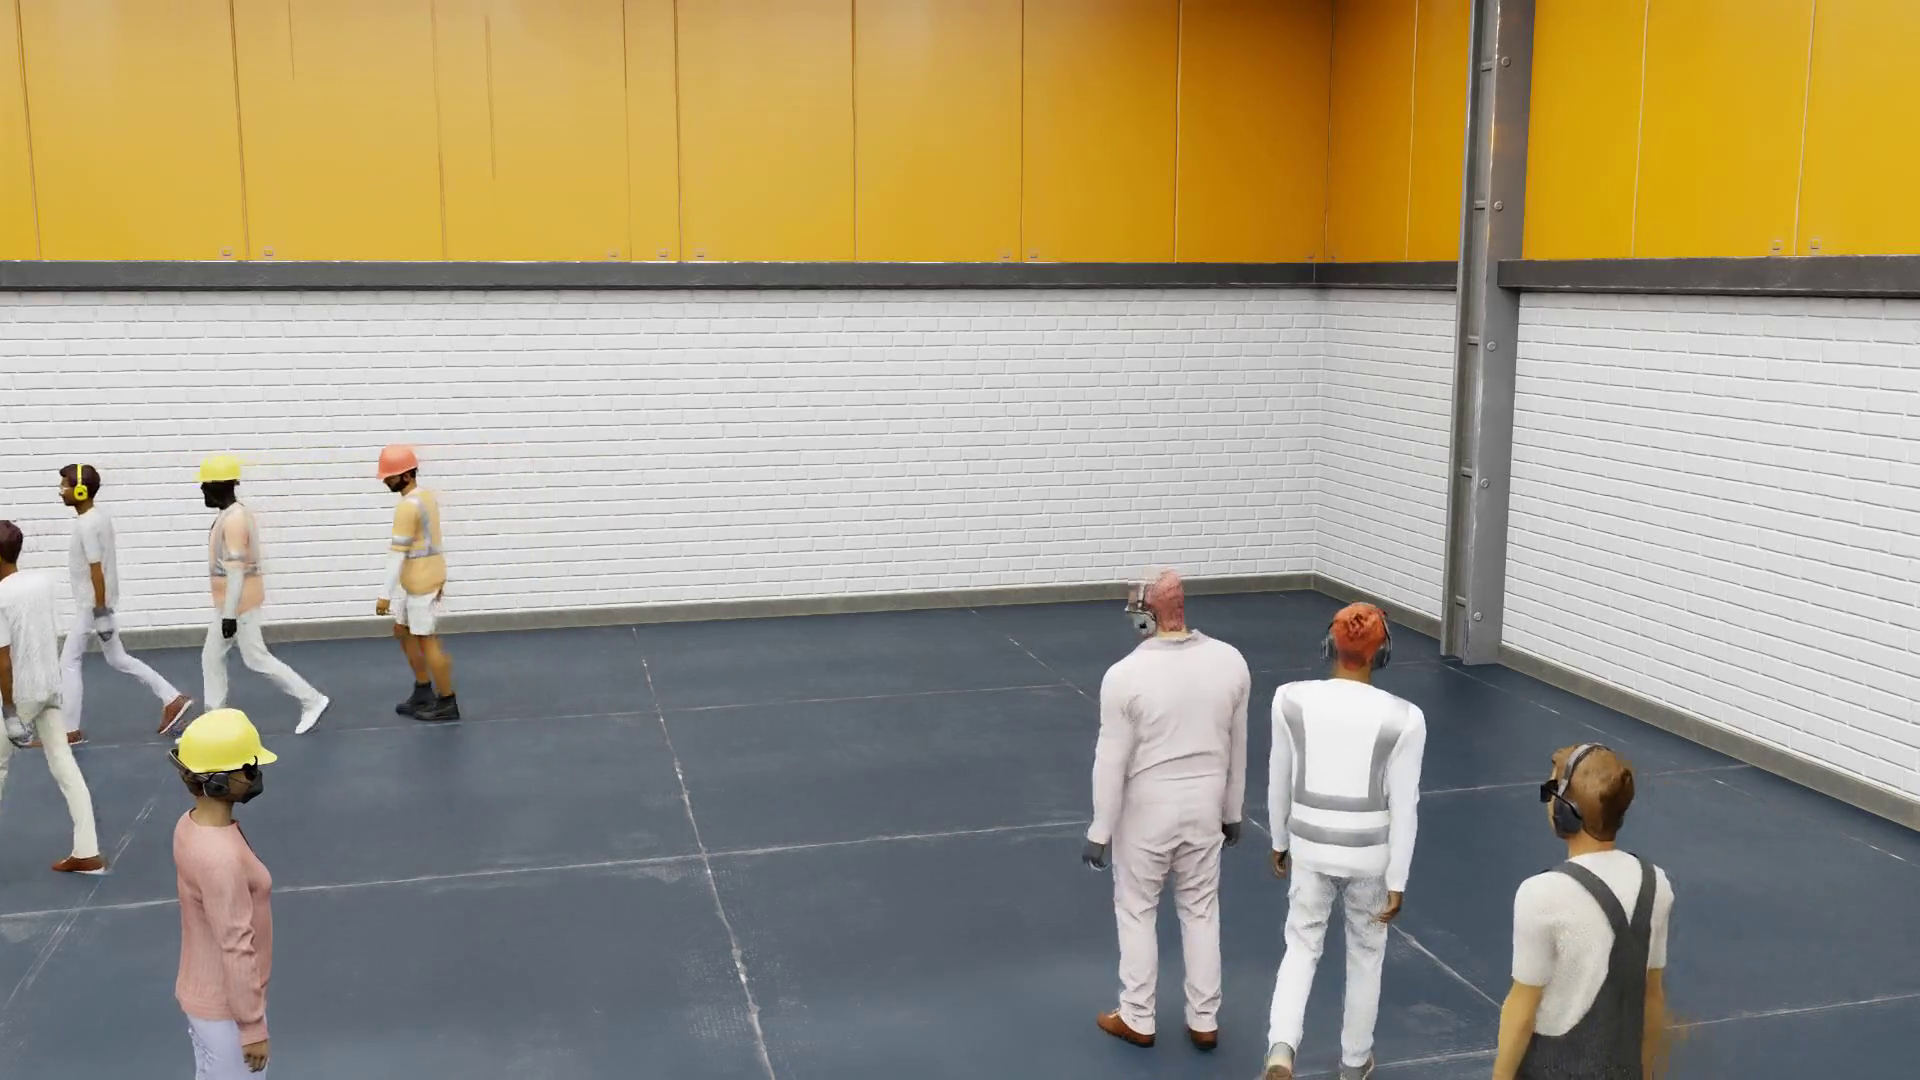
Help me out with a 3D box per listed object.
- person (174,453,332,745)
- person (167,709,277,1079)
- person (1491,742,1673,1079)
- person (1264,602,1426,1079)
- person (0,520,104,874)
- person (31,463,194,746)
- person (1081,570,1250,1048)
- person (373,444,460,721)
[{"bbox_3d":[-4.612,0.370,10.768,0.902,1.898,0.585,-5,10,-29],"label":"person"},{"bbox_3d":[-2.154,1.366,4.950,0.310,1.768,0.533,-6,11,-34],"label":"person"},{"bbox_3d":[1.658,1.437,4.324,0.518,1.826,0.765,-5,11,-30],"label":"person"},{"bbox_3d":[1.354,1.153,5.983,0.571,1.865,0.738,4,10,24],"label":"person"},{"bbox_3d":[-4.787,0.798,8.352,0.969,1.818,0.506,2,9,12],"label":"person"},{"bbox_3d":[-5.520,0.407,10.738,0.911,1.846,0.524,-2,9,-15],"label":"person"},{"bbox_3d":[0.805,1.070,6.510,0.671,1.914,0.415,-3,10,-21],"label":"person"},{"bbox_3d":[-3.691,0.295,11.219,0.616,1.897,0.563,-1,9,-5],"label":"person"}]
